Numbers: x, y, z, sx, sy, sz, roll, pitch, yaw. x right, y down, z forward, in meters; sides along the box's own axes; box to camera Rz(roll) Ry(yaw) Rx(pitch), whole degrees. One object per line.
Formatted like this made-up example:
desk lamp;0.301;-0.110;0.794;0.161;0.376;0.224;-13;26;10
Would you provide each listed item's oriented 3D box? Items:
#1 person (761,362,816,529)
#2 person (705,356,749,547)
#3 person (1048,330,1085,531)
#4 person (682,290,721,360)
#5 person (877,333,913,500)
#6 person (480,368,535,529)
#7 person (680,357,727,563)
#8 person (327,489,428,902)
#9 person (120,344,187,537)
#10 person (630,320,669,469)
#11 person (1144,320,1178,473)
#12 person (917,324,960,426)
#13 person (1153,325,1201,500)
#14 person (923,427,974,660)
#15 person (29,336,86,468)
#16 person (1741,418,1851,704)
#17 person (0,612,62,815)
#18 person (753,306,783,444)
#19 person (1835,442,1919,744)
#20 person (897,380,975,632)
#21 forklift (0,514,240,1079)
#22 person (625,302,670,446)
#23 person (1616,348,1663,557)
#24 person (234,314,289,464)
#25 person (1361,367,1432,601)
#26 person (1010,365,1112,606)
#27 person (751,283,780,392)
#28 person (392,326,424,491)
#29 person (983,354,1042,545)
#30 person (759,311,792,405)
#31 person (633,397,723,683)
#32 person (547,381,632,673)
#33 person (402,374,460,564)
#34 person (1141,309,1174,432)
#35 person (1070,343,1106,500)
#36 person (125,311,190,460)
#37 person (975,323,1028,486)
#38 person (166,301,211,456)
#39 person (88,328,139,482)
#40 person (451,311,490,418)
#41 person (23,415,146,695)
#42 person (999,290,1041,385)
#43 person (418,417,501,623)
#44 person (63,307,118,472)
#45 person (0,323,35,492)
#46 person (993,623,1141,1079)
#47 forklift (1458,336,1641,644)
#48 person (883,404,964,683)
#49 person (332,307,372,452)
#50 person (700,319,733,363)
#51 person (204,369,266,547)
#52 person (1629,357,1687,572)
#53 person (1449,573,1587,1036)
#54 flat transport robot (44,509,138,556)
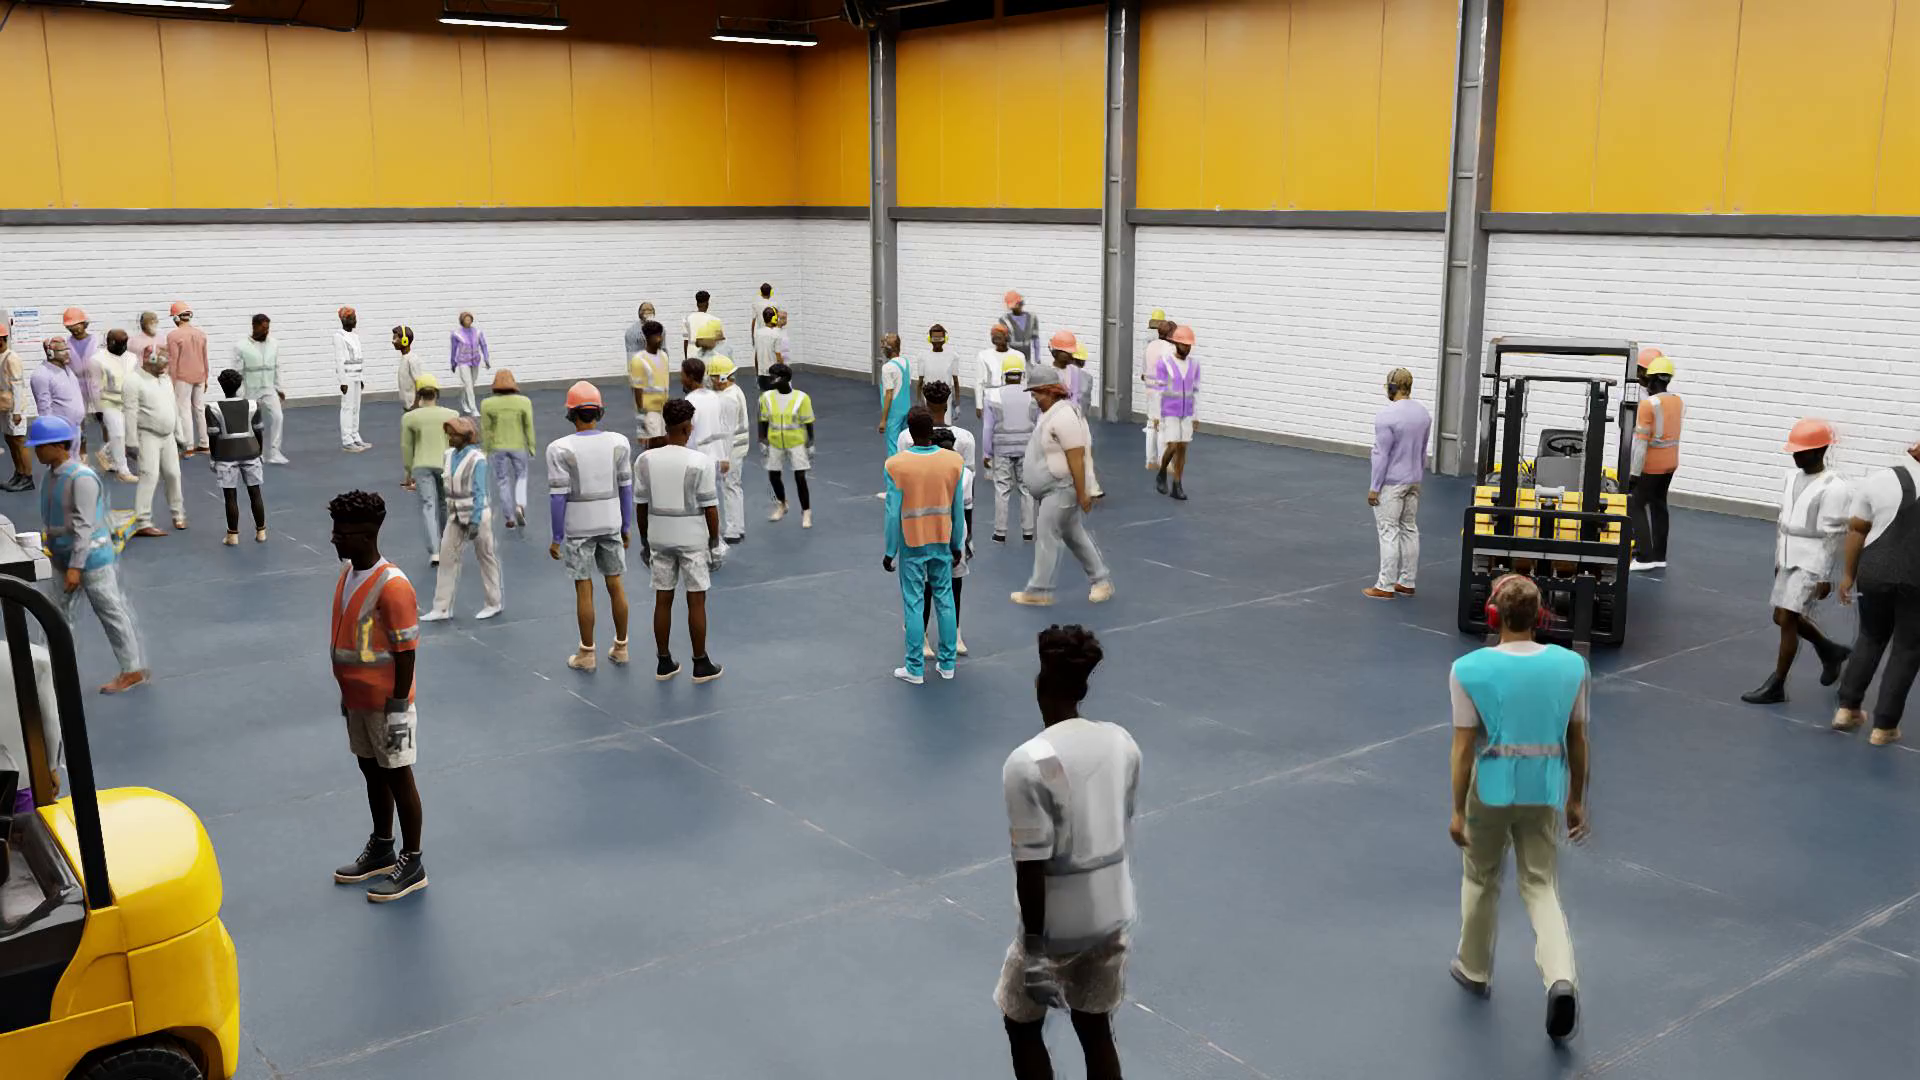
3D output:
person;-1.703;-0.968;16.809;0.617;1.678;0.464;3;12;12
person;-2.215;-0.847;15.879;0.403;1.818;0.601;-1;12;-3
person;0.994;-1.053;16.364;0.612;2.030;0.410;-11;16;-43
person;-3.759;-2.665;24.321;0.599;1.958;0.375;2;12;9
person;-0.718;-1.351;18.250;0.345;1.840;0.504;6;13;28
person;-4.499;-0.897;16.568;0.517;1.618;0.411;-3;12;-16
person;-2.331;-0.684;14.880;0.434;1.899;0.594;5;13;21
person;-2.783;0.727;7.903;0.368;1.966;0.603;-11;16;-44
person;-7.962;-0.995;16.456;0.400;1.882;0.680;3;12;13
person;-3.487;-1.503;18.712;0.545;1.948;0.620;6;13;27
person;2.466;-1.734;20.114;0.429;1.837;0.633;-5;13;-25
person;-0.251;-1.575;19.293;0.511;1.861;0.322;0;12;-1
person;2.389;-1.388;18.223;0.571;1.923;0.420;-5;13;-23
person;-0.138;0.020;11.994;0.531;1.689;0.322;-7;13;-29
person;-9.130;-1.118;16.958;0.404;1.911;0.636;0;12;-1
person;5.585;0.137;10.925;0.789;1.899;0.562;-2;12;-10
person;-4.137;1.000;7.102;0.327;1.752;0.563;11;16;42
person;-2.540;-2.191;22.279;0.513;1.857;0.345;9;15;37
person;5.808;0.230;10.124;0.723;2.000;0.591;11;16;42
person;-0.187;-0.231;12.583;0.610;1.952;0.387;-3;12;-13
forklift;-3.687;1.115;5.480;2.313;2.155;1.214;-9;15;-36
person;-4.171;-2.222;22.253;0.382;1.928;0.635;11;16;42
person;6.307;-0.819;15.464;0.542;1.928;0.375;-11;16;-44
person;-8.654;-1.854;20.601;0.814;1.868;0.660;8;14;34
person;3.618;-0.458;13.736;0.632;1.930;0.377;-9;15;-37
person;0.877;-0.481;13.560;0.854;2.000;0.701;0;12;0
person;-3.300;-3.437;28.294;0.526;1.853;0.460;2;12;9
person;-6.239;-1.497;18.880;0.312;1.869;0.526;-6;13;-27
person;0.507;-0.861;15.906;0.599;1.829;0.404;-2;12;-9
person;-2.739;-2.652;25.092;0.608;1.603;0.530;8;14;35
person;-1.917;0.004;11.398;0.613;1.962;0.367;3;12;16
person;-2.592;-0.090;11.662;0.605;2.045;0.388;-8;14;-33
person;-4.821;-0.661;15.231;0.533;1.703;0.958;-3;12;-16
person;2.778;-2.384;23.471;0.492;1.742;0.319;-4;12;-18
person;1.273;-1.282;18.209;0.530;1.722;0.895;-5;13;-23
person;-10.205;-1.931;20.895;0.817;1.912;0.636;2;12;8
person;0.490;-1.564;19.206;0.616;1.872;0.432;-1;12;-6
person;-9.925;-2.069;21.378;0.403;1.982;0.628;4;12;20
person;-9.946;-1.585;19.490;0.660;1.811;0.637;5;13;21
person;-7.504;-2.691;25.318;0.507;1.595;0.869;-11;16;-43
person;-5.865;0.142;10.871;0.633;1.898;0.948;8;14;33
person;0.855;-2.599;23.907;0.651;1.988;0.544;-6;13;-26
person;-3.902;-0.136;12.914;0.531;1.606;0.765;8;14;35
person;-10.426;-1.771;19.872;0.608;2.017;0.534;-2;12;-11
person;-10.765;-1.504;18.786;0.549;1.927;0.393;10;15;39
person;0.387;1.243;5.505;0.621;1.922;0.554;-9;15;-38
forklift;4.683;-0.471;13.136;1.214;2.155;2.313;4;12;20
person;-0.239;0.033;11.385;0.594;1.915;0.379;-5;13;-24
person;-7.968;-2.100;21.759;0.341;1.882;0.587;0;12;2
person;-3.170;-2.000;21.616;0.492;1.742;0.320;-10;15;-40
person;-6.893;-0.784;15.859;0.532;1.696;0.319;-9;15;-38
person;6.150;-0.660;14.750;0.603;1.910;0.396;-8;14;-33
person;2.256;1.059;6.678;0.578;1.821;0.748;-1;12;-6
flat transport robot;-8.305;-0.090;15.963;0.652;0.197;1.431;-3;12;-15
